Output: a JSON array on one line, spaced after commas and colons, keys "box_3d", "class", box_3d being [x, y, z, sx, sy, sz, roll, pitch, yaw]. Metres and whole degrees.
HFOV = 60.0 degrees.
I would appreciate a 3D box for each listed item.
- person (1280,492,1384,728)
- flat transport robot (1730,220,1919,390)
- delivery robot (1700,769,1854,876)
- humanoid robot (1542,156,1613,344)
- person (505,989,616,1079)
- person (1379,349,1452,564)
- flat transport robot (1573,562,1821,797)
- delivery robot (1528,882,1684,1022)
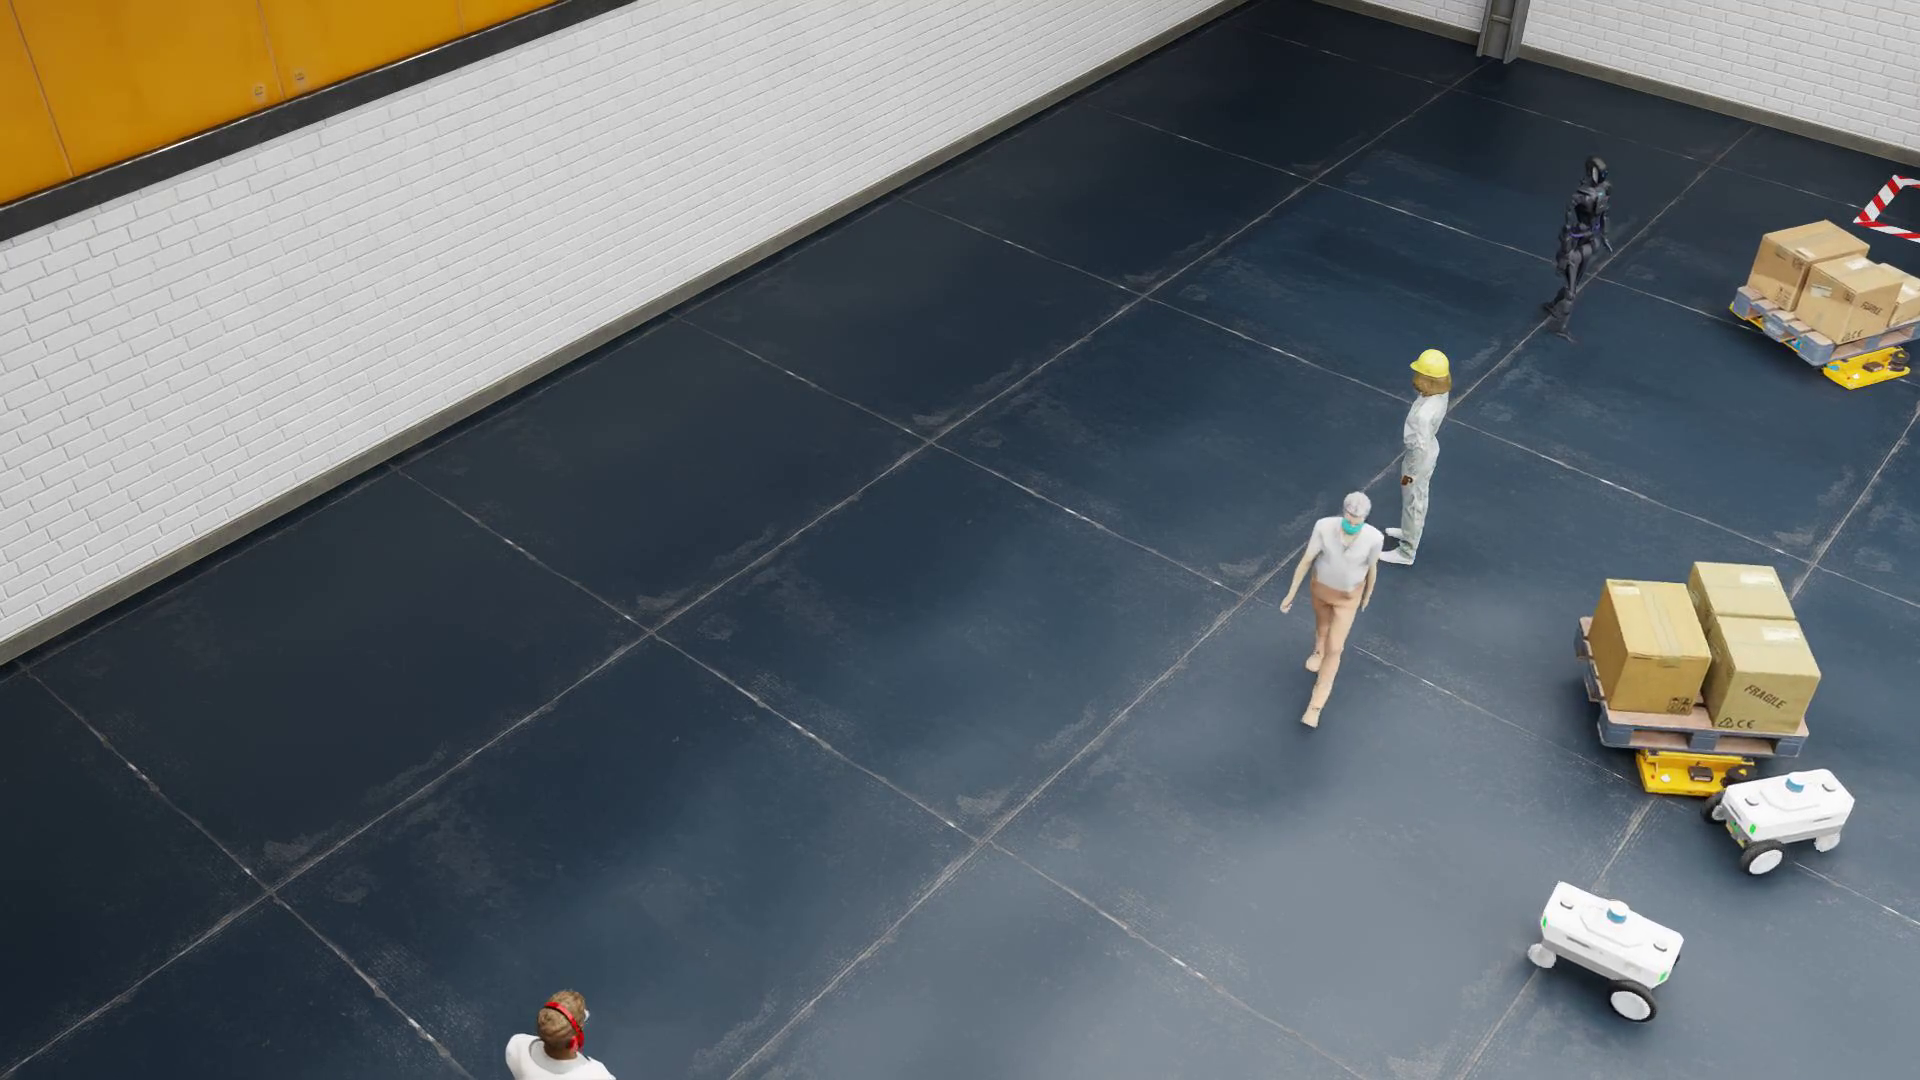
[{"box_3d": [2.368, 0.360, 10.703, 0.525, 1.684, 0.949, 16, 42, 19], "class": "person"}, {"box_3d": [7.505, -1.803, 14.525, 0.659, 0.231, 1.431, -14, 41, -17], "class": "flat transport robot"}, {"box_3d": [4.949, 1.635, 10.015, 0.769, 0.577, 0.499, -8, 40, -10], "class": "delivery robot"}, {"box_3d": [5.379, -2.557, 14.362, 0.613, 1.644, 0.601, -22, 44, -25], "class": "humanoid robot"}, {"box_3d": [-1.751, 2.738, 7.643, 0.566, 1.834, 0.404, 17, 42, 20], "class": "person"}, {"box_3d": [3.247, -0.595, 11.848, 0.321, 1.742, 0.489, 17, 42, 20], "class": "person"}, {"box_3d": [4.697, 1.104, 10.917, 0.659, 0.231, 1.431, 3, 39, 4], "class": "flat transport robot"}, {"box_3d": [3.626, 2.259, 9.268, 0.805, 0.612, 0.499, 23, 44, 26], "class": "delivery robot"}]
